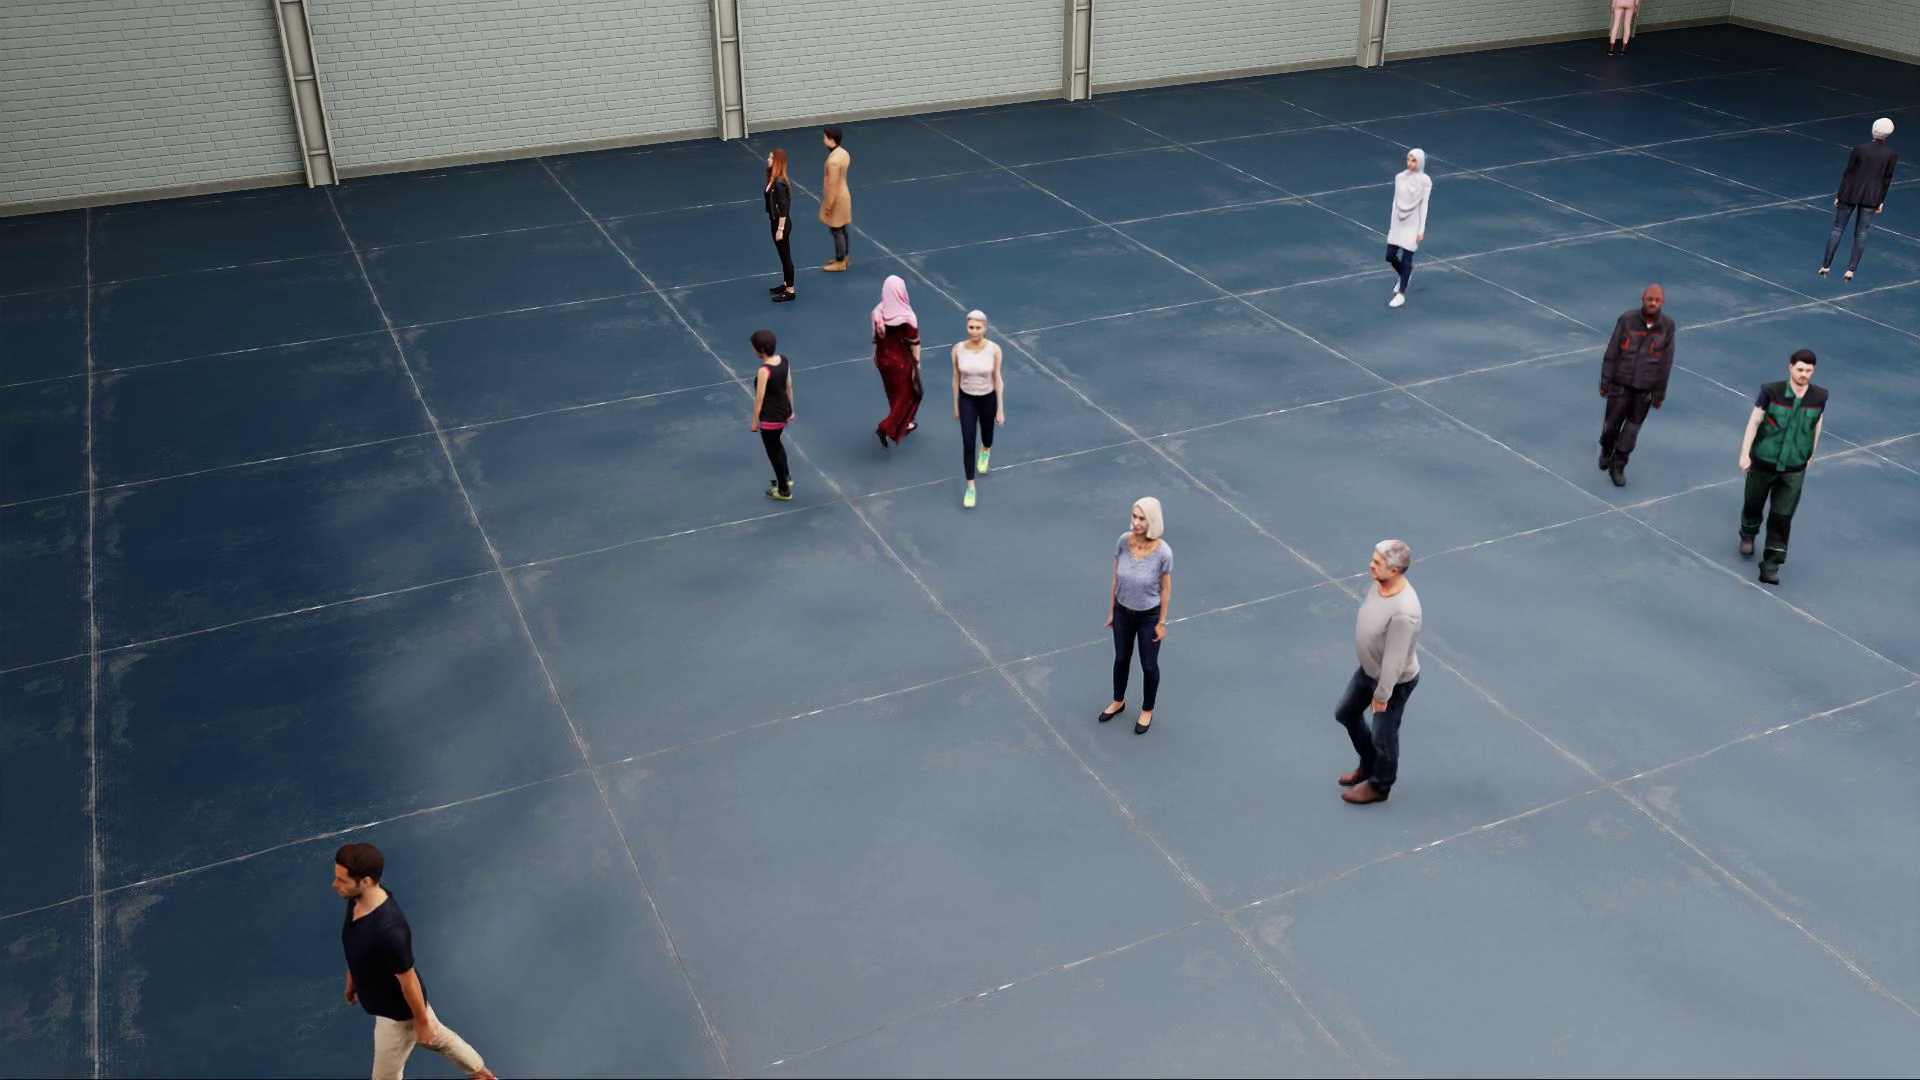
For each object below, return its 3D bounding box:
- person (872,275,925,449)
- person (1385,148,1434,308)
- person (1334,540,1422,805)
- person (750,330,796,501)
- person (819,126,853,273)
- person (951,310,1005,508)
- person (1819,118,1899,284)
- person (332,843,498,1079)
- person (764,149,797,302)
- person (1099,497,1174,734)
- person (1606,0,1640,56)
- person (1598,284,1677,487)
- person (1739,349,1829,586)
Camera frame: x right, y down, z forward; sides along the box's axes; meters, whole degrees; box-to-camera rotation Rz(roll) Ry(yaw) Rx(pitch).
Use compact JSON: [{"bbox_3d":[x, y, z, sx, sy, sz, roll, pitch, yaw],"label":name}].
[{"bbox_3d":[-0.597,-1.609,15.207,0.955,1.618,1.080,15,32,27],"label":"person"},{"bbox_3d":[5.053,-3.507,18.614,0.747,1.766,0.825,24,36,37],"label":"person"},{"bbox_3d":[2.715,0.829,10.331,0.798,1.899,0.842,-2,28,-5],"label":"person"},{"bbox_3d":[-1.526,-1.058,14.264,0.729,1.533,0.656,12,30,22],"label":"person"},{"bbox_3d":[-1.426,-4.036,19.651,0.819,1.725,0.784,5,29,10],"label":"person"},{"bbox_3d":[0.166,-1.197,14.378,1.146,1.670,1.043,2,28,3],"label":"person"},{"bbox_3d":[9.531,-3.638,17.696,0.824,1.782,0.784,12,30,21],"label":"person"},{"bbox_3d":[-2.595,2.167,7.915,1.232,1.809,0.832,-19,33,-31],"label":"person"},{"bbox_3d":[-2.009,-3.571,18.789,0.606,1.714,0.647,-5,28,-9],"label":"person"},{"bbox_3d":[1.207,0.484,11.167,0.653,1.722,0.667,18,33,30],"label":"person"},{"bbox_3d":[12.168,-9.772,30.426,0.671,1.721,0.762,6,29,10],"label":"person"},{"bbox_3d":[5.920,-1.412,14.629,0.896,1.815,0.960,7,29,13],"label":"person"},{"bbox_3d":[6.438,-0.638,13.133,1.232,1.855,1.264,8,29,15],"label":"person"}]
